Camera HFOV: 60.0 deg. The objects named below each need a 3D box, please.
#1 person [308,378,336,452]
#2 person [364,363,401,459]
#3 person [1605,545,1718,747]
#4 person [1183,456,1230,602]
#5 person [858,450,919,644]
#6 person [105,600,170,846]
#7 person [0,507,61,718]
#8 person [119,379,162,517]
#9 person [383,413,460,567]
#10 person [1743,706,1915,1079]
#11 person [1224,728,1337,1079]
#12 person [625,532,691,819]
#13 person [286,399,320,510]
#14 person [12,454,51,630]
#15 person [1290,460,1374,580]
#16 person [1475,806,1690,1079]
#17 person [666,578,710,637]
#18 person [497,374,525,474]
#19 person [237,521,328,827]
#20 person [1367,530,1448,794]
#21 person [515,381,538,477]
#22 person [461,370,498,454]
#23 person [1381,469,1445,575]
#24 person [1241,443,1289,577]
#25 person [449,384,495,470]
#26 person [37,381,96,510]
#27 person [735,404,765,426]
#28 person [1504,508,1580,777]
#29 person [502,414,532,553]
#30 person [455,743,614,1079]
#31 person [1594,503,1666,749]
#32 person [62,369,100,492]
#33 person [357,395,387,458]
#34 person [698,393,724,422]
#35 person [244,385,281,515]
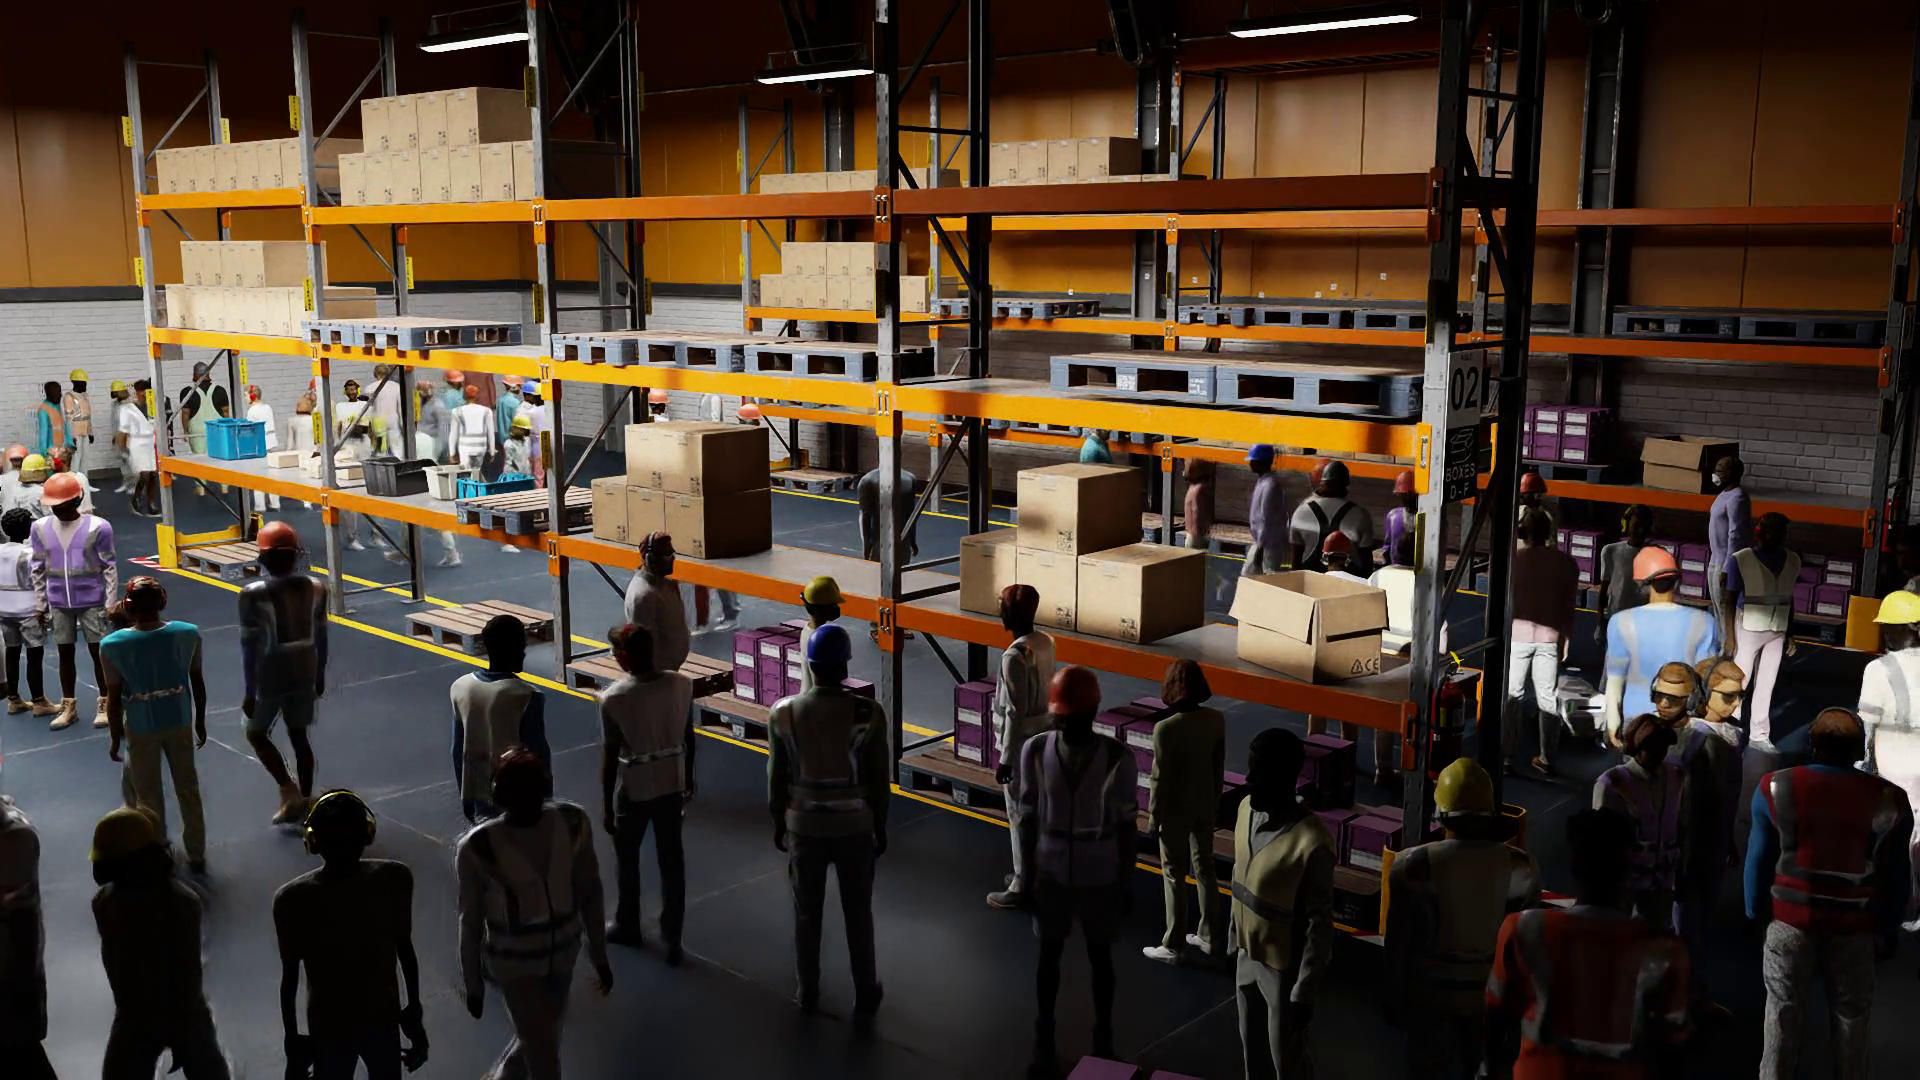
[{"bbox_3d":[-9.847,-1.610,25.605,0.324,1.752,0.560,4,11,23],"label":"person"},{"bbox_3d":[-9.081,-1.821,26.277,0.635,1.936,0.356,-9,13,-42],"label":"person"},{"bbox_3d":[4.127,1.052,9.805,0.654,2.020,0.585,4,11,23],"label":"person"},{"bbox_3d":[2.494,-0.069,17.287,0.550,1.619,0.506,1,10,8],"label":"person"},{"bbox_3d":[-0.673,0.011,15.920,0.631,1.939,0.369,-7,12,-33],"label":"person"},{"bbox_3d":[-5.060,1.175,10.254,0.367,1.622,0.585,-5,11,-25],"label":"person"},{"bbox_3d":[-7.531,0.582,13.373,0.539,1.695,0.318,3,11,19],"label":"person"},{"bbox_3d":[-11.315,-1.266,23.115,0.421,1.942,0.625,5,11,27],"label":"person"},{"bbox_3d":[-6.390,-0.602,19.637,1.062,1.855,0.611,4,11,22],"label":"person"},{"bbox_3d":[3.696,1.613,7.138,0.631,1.840,0.428,4,11,22],"label":"person"},{"bbox_3d":[1.254,1.670,6.593,0.393,1.920,0.591,-4,11,-23],"label":"person"},{"bbox_3d":[-1.990,0.886,11.063,0.408,1.906,0.651,0,10,-2],"label":"person"},{"bbox_3d":[-9.443,-1.238,23.974,0.546,1.587,0.861,-1,10,-4],"label":"person"},{"bbox_3d":[-9.083,0.019,16.422,0.492,1.742,0.319,3,11,18],"label":"person"},{"bbox_3d":[3.086,0.337,13.785,0.677,2.000,0.536,4,11,21],"label":"person"},{"bbox_3d":[2.083,1.836,5.639,0.638,1.915,0.895,3,10,15],"label":"person"},{"bbox_3d":[-2.689,0.031,15.981,0.590,1.877,0.730,6,12,30],"label":"person"},{"bbox_3d":[-6.380,-1.407,23.784,0.399,1.989,0.623,-9,13,-40],"label":"person"},{"bbox_3d":[-4.387,0.879,10.770,0.427,2.022,0.621,7,12,35],"label":"person"},{"bbox_3d":[3.106,0.843,11.505,0.429,1.839,0.622,-8,13,-39],"label":"person"},{"bbox_3d":[-5.905,-1.218,22.868,0.401,1.938,0.602,0,10,-2],"label":"person"},{"bbox_3d":[-8.739,-2.512,30.270,0.638,1.910,0.407,1,10,5],"label":"person"},{"bbox_3d":[3.761,0.371,13.919,0.576,1.930,0.381,10,14,43],"label":"person"},{"bbox_3d":[2.933,0.014,15.925,0.485,1.927,0.622,0,10,0],"label":"person"},{"bbox_3d":[-6.884,-1.280,23.459,0.639,1.849,0.660,-5,11,-26],"label":"person"},{"bbox_3d":[-12.989,-1.349,23.800,0.983,1.871,0.588,-3,10,-14],"label":"person"},{"bbox_3d":[-2.416,-0.563,19.010,0.393,1.990,0.617,-7,12,-36],"label":"person"},{"bbox_3d":[4.067,0.733,11.881,0.628,1.928,0.379,0,10,0],"label":"person"},{"bbox_3d":[-5.469,-0.700,20.564,0.417,1.723,0.514,4,11,20],"label":"person"},{"bbox_3d":[-1.758,1.684,6.734,0.568,1.851,0.908,-10,14,-44],"label":"person"},{"bbox_3d":[5.038,0.647,12.507,0.508,1.876,0.328,1,10,6],"label":"person"},{"bbox_3d":[-13.407,-1.648,25.371,0.411,1.917,0.586,0,10,-1],"label":"person"},{"bbox_3d":[-8.593,-1.314,24.275,0.540,1.616,0.948,3,11,17],"label":"person"},{"bbox_3d":[-3.763,-1.593,25.006,0.420,1.933,0.622,-5,11,-27],"label":"person"},{"bbox_3d":[-9.852,-1.272,23.469,0.407,1.836,0.583,1,10,7],"label":"person"}]
